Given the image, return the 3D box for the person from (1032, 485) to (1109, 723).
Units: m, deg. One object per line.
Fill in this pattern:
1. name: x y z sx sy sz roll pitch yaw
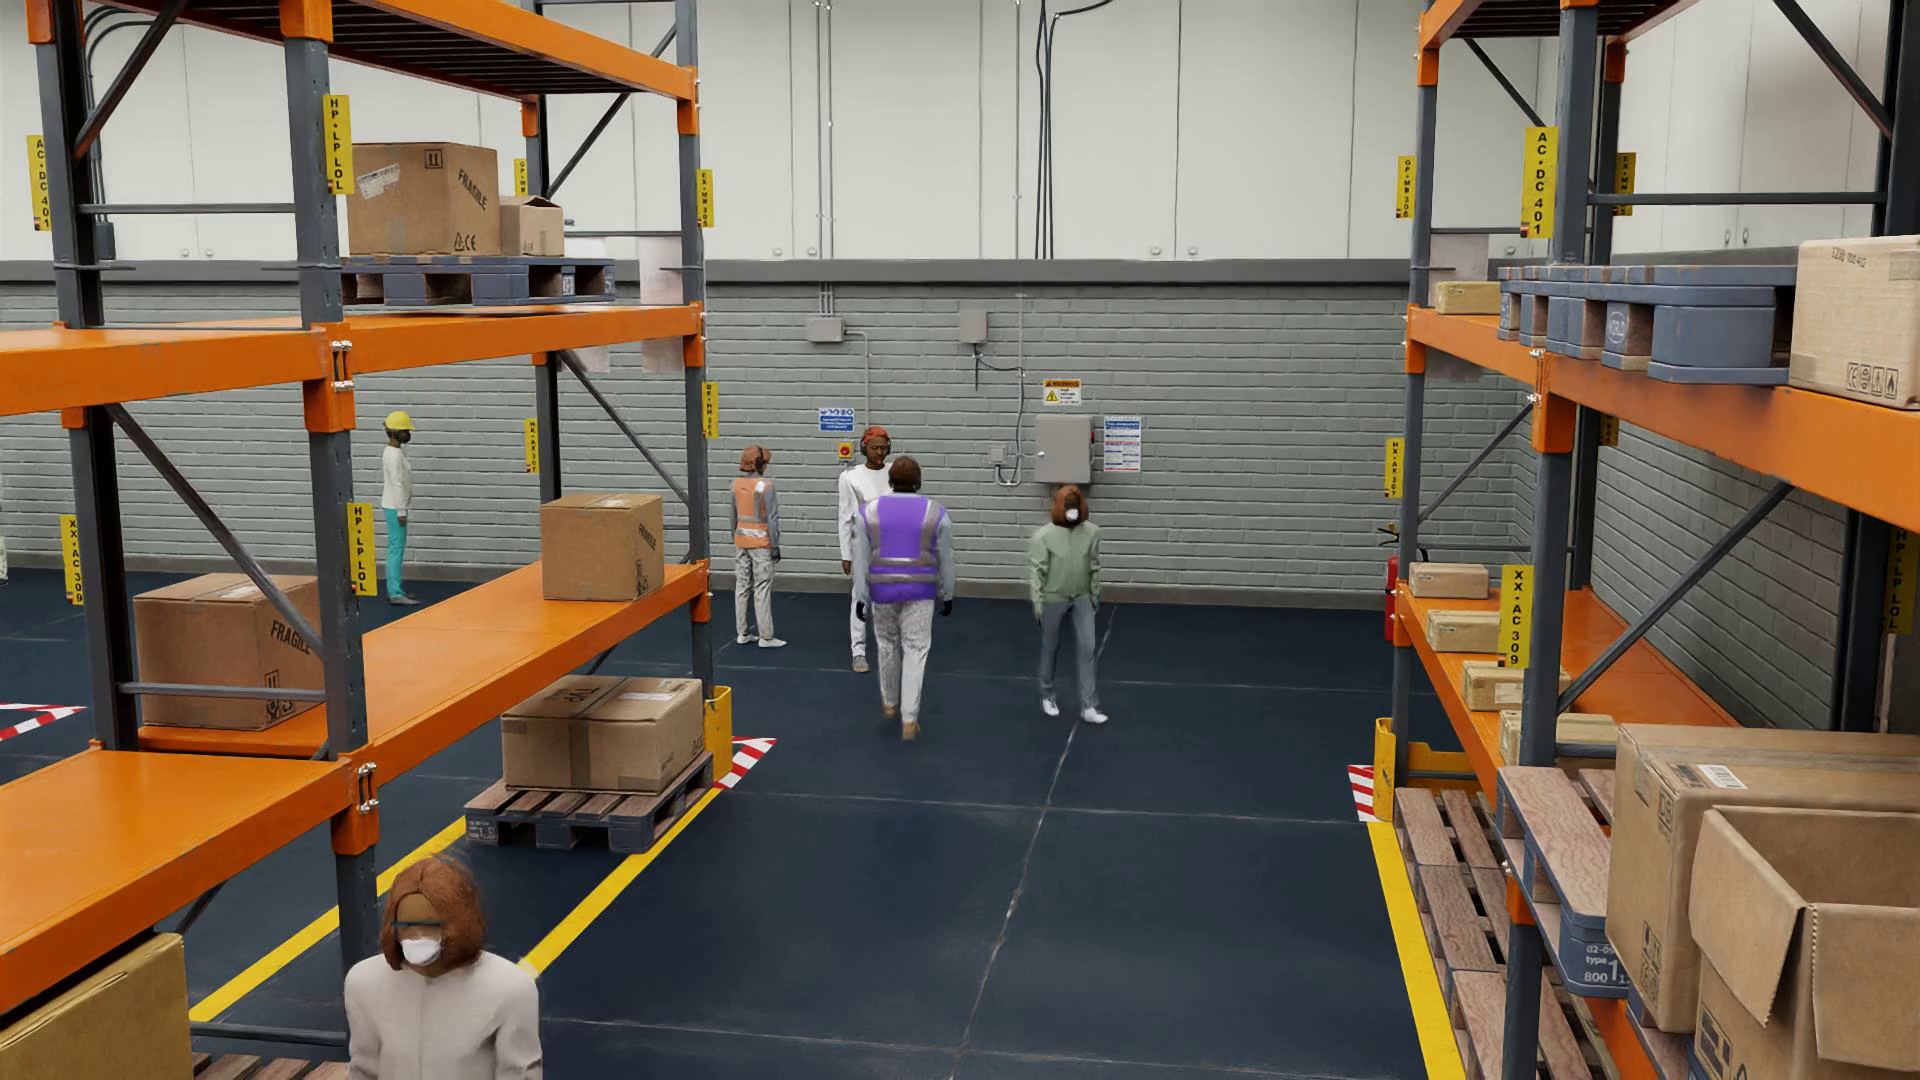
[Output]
1. person: 0.742 0.439 11.137 0.525 1.601 0.772 -3 10 -19

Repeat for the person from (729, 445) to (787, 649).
1. person: -1.645 0.056 13.385 0.512 1.639 0.312 8 12 39

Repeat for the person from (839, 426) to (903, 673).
1. person: -0.642 0.071 12.587 0.568 1.879 0.350 -4 10 -23

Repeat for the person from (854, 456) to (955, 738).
1. person: -0.355 0.347 11.058 0.654 1.809 0.887 1 9 5

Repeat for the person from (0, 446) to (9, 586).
1. person: -9.421 -0.405 15.924 0.574 1.739 0.350 3 10 18

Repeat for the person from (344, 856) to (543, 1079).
1. person: -1.275 1.578 4.057 0.515 1.604 0.722 0 9 1

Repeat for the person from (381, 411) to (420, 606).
1. person: -5.089 -0.289 15.132 0.330 1.765 0.533 -4 10 -21
